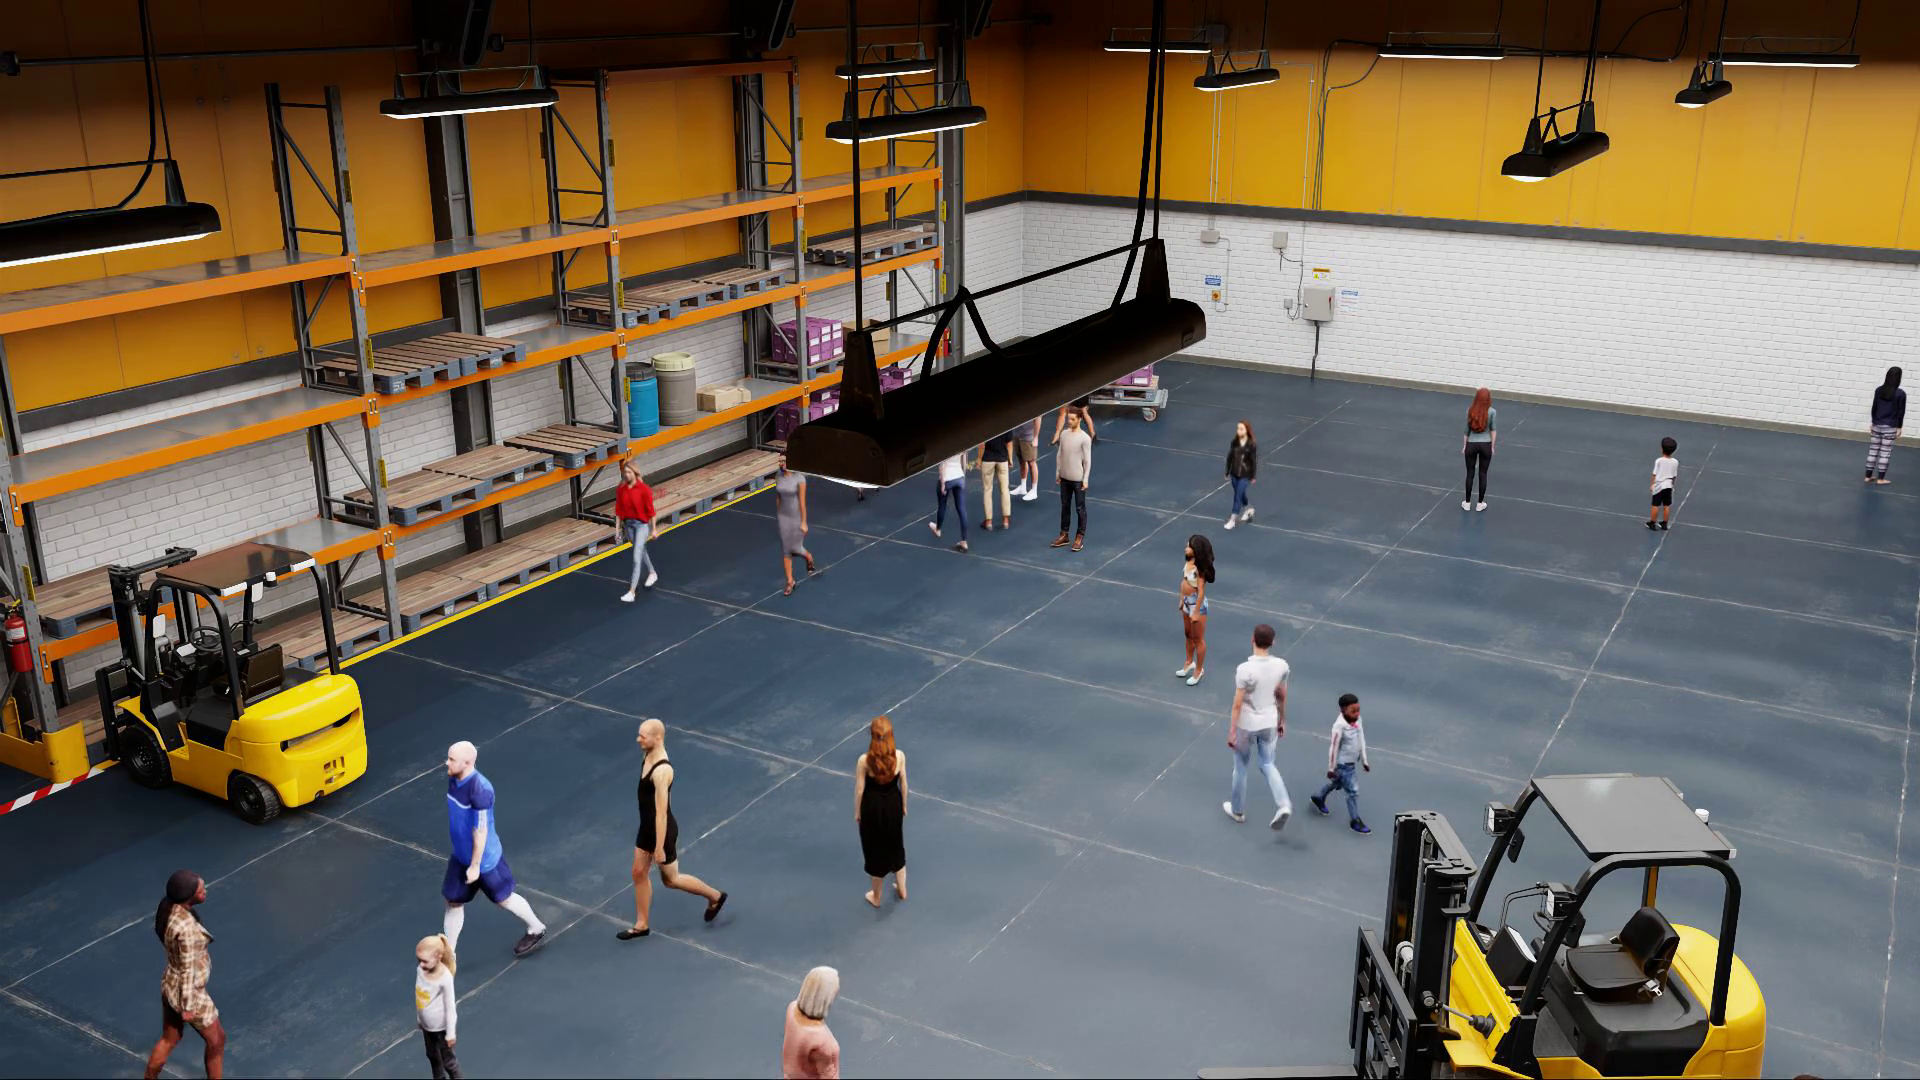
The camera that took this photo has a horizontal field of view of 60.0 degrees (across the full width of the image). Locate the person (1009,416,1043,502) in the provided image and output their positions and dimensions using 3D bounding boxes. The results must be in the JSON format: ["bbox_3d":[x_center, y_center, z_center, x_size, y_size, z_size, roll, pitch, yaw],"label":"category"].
[{"bbox_3d":[0.942,-1.481,23.163,0.730,1.846,0.715,-12,22,-31],"label":"person"}]

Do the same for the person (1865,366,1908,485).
[{"bbox_3d":[13.486,-1.683,24.242,0.665,1.733,0.680,-12,22,-32],"label":"person"}]

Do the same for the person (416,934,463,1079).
[{"bbox_3d":[-3.355,3.107,10.730,0.509,1.277,0.541,13,23,34],"label":"person"}]

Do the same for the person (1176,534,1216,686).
[{"bbox_3d":[2.442,0.708,17.307,0.717,1.626,0.662,-6,19,-17],"label":"person"}]

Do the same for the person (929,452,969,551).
[{"bbox_3d":[-0.054,-0.693,21.373,1.126,1.688,1.057,-9,21,-25],"label":"person"}]

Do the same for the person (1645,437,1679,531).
[{"bbox_3d":[9.399,-0.751,22.220,0.566,1.257,0.611,-1,19,-4],"label":"person"}]

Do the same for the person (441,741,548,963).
[{"bbox_3d":[-3.467,2.322,12.249,1.263,1.796,0.887,-18,25,-42],"label":"person"}]

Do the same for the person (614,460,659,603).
[{"bbox_3d":[-3.810,-0.136,19.776,0.819,1.650,1.211,6,19,17],"label":"person"}]

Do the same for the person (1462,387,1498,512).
[{"bbox_3d":[7.162,-1.260,22.971,0.617,1.743,0.601,6,20,18],"label":"person"}]

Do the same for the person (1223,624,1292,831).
[{"bbox_3d":[2.609,1.633,14.232,1.077,1.837,1.093,-9,20,-24],"label":"person"}]

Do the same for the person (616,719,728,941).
[{"bbox_3d":[-2.197,2.199,12.629,1.208,1.787,1.059,-8,20,-23],"label":"person"}]

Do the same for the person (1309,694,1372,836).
[{"bbox_3d":[3.290,1.883,14.415,0.686,1.245,0.876,16,25,40],"label":"person"}]

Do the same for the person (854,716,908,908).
[{"bbox_3d":[-0.631,2.144,13.048,0.696,1.624,0.762,-7,20,-19],"label":"person"}]

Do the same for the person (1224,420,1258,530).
[{"bbox_3d":[3.812,-0.895,22.340,0.725,1.452,1.033,17,25,41],"label":"person"}]

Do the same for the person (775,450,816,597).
[{"bbox_3d":[-1.963,-0.225,19.863,0.659,1.764,0.885,7,20,21],"label":"person"}]

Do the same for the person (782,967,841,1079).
[{"bbox_3d":[-0.941,3.248,9.647,0.800,1.701,0.760,-14,23,-36],"label":"person"}]

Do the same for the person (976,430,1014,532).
[{"bbox_3d":[0.467,-1.046,22.158,0.714,1.854,0.766,-4,19,-13],"label":"person"}]

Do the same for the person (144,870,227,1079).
[{"bbox_3d":[-4.963,2.918,10.534,0.944,1.762,0.799,-17,25,-40],"label":"person"}]

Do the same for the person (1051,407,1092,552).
[{"bbox_3d":[1.462,-0.806,21.426,0.663,1.868,0.588,13,22,33],"label":"person"}]
